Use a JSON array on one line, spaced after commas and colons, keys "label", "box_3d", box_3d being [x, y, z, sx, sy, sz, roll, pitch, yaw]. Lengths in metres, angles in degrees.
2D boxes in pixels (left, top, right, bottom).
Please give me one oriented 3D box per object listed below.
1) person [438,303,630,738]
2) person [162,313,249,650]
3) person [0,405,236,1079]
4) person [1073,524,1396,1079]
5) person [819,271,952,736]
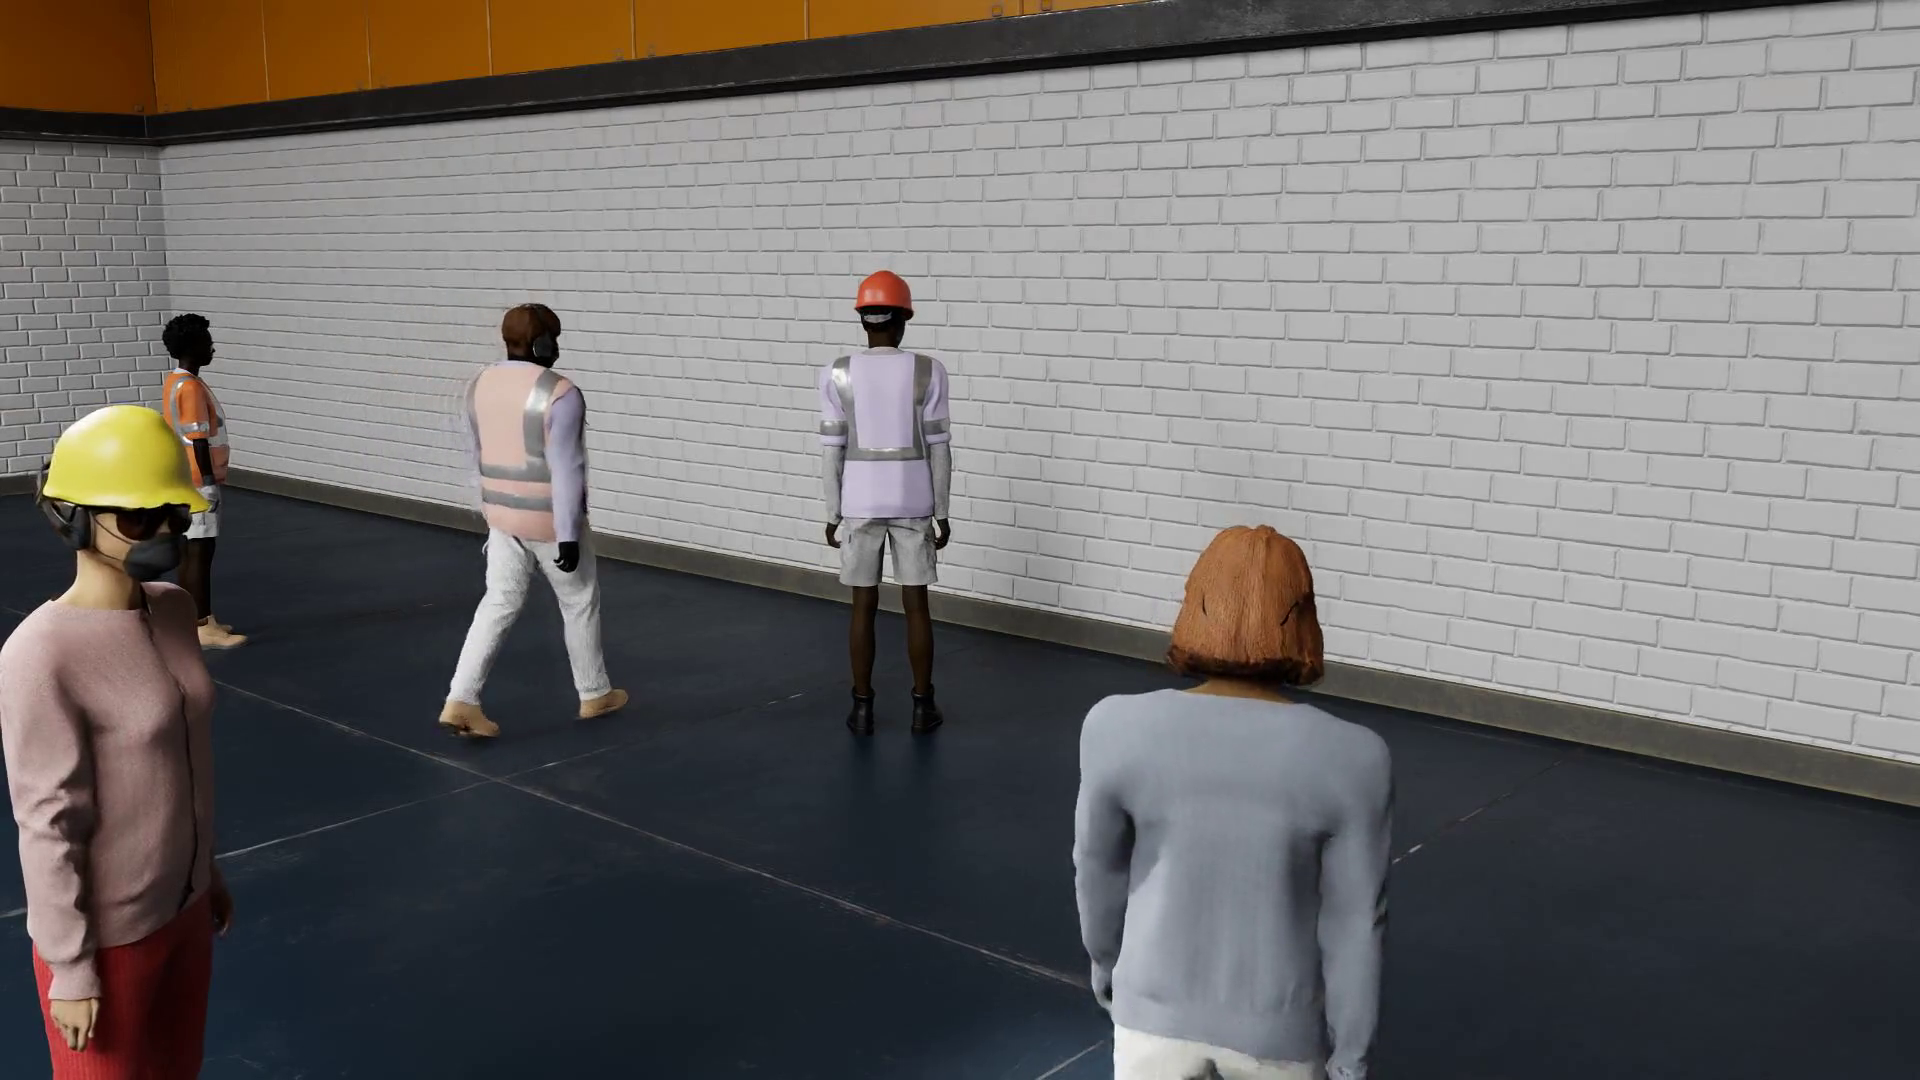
[{"label": "person", "box_3d": [-1.812, -0.079, 6.912, 0.634, 1.808, 0.930, 6, 12, 31]}, {"label": "person", "box_3d": [-3.858, -0.292, 8.424, 0.318, 1.697, 0.535, -7, 12, -34]}, {"label": "person", "box_3d": [-1.404, 0.648, 2.877, 0.328, 1.765, 0.532, 0, 10, 1]}, {"label": "person", "box_3d": [0.435, 0.760, 2.745, 0.505, 1.587, 0.851, 2, 10, 11]}, {"label": "person", "box_3d": [-0.304, -0.142, 6.912, 0.542, 1.928, 0.374, 0, 10, -1]}]
